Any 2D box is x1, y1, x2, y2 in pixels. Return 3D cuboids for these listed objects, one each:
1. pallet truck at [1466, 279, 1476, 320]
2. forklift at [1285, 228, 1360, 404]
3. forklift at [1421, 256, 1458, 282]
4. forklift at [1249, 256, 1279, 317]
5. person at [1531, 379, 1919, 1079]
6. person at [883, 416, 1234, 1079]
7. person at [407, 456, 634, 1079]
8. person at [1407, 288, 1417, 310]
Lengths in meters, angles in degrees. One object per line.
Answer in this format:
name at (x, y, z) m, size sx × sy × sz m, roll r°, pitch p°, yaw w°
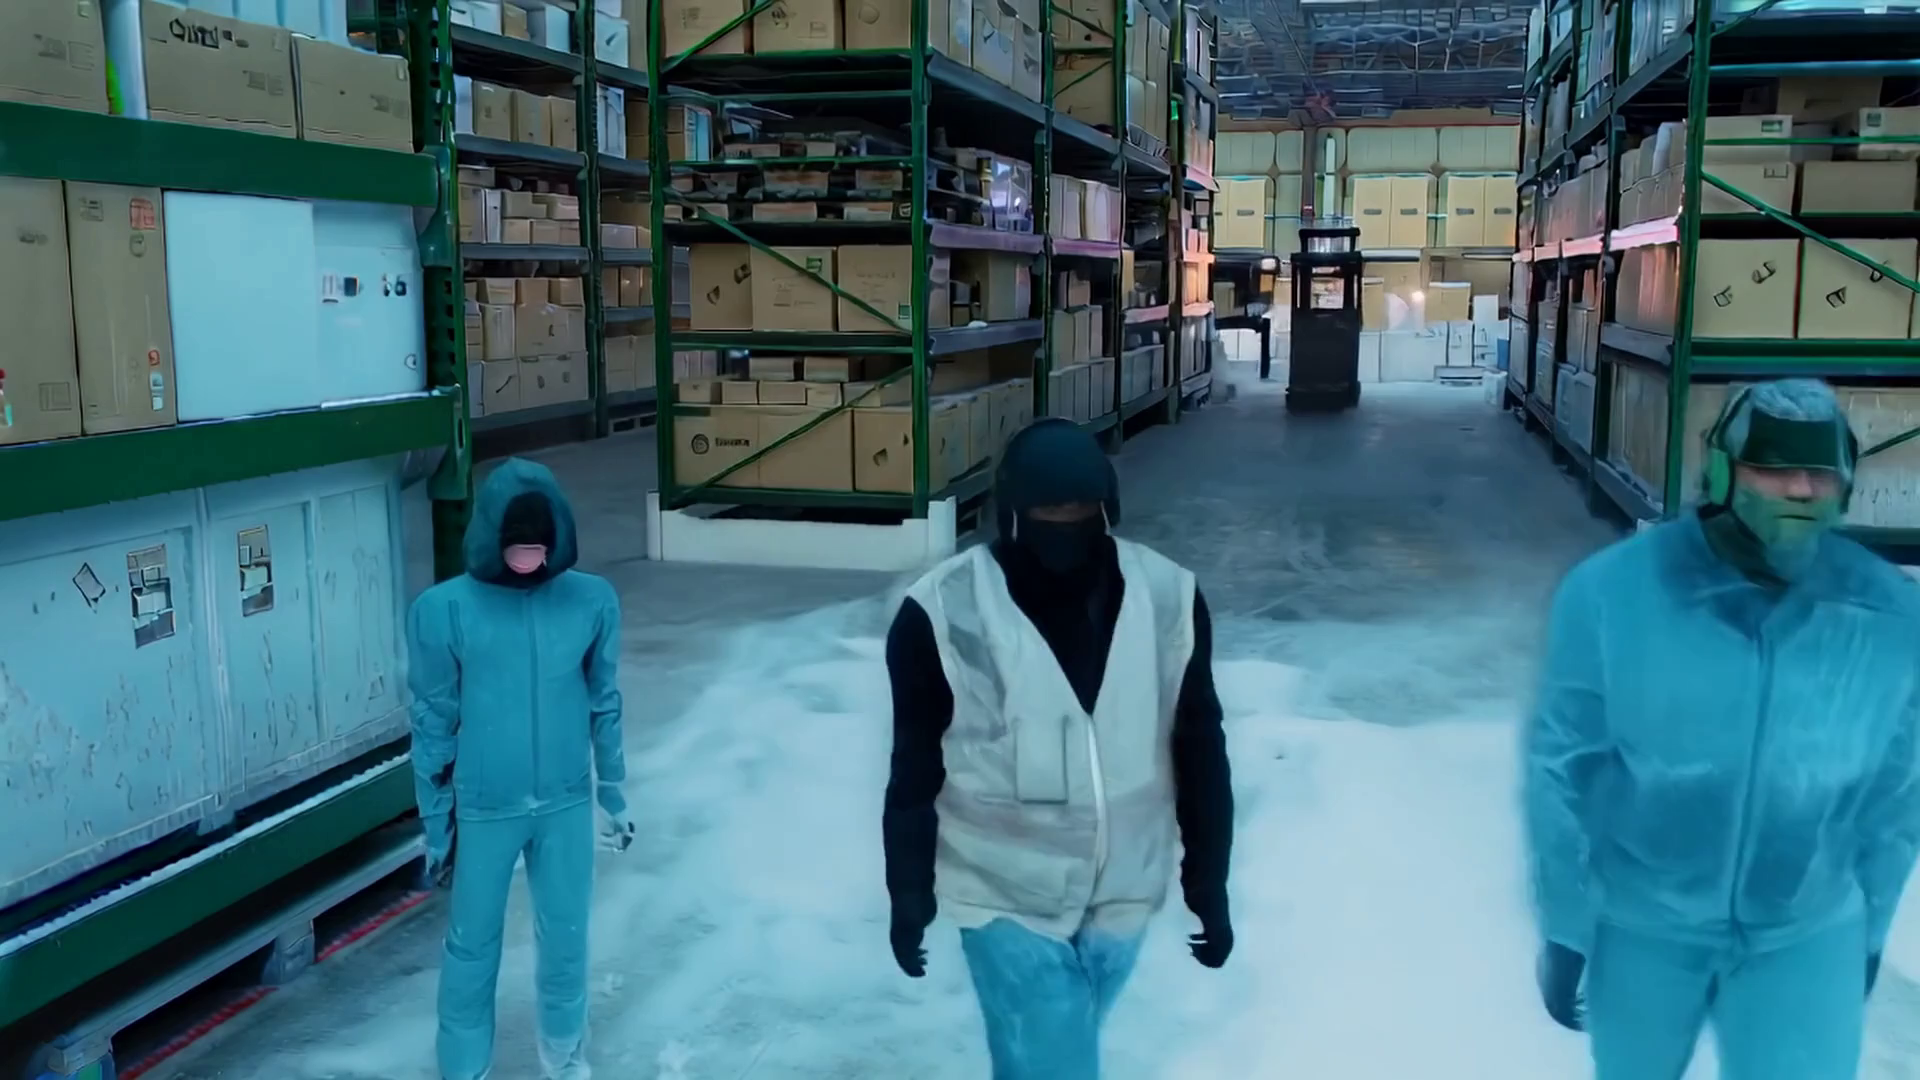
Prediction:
pallet truck at (18.896, -8.459, 60.307) m, size 1.885 × 1.965 × 0.823 m, roll 5°, pitch 10°, yaw 31°
forklift at (5.957, -3.660, 27.028) m, size 1.129 × 2.768 × 1.873 m, roll 2°, pitch 9°, yaw 15°
forklift at (12.220, -6.096, 42.499) m, size 1.129 × 2.768 × 1.873 m, roll 2°, pitch 9°, yaw 15°
forklift at (11.321, -9.114, 61.676) m, size 1.129 × 2.768 × 1.873 m, roll 2°, pitch 9°, yaw 15°
person at (1.318, 0.653, 2.877) m, size 0.650 × 1.854 × 0.982 m, roll 2°, pitch 9°, yaw 14°
person at (0.181, 0.653, 3.165) m, size 0.643 × 1.794 × 0.958 m, roll -3°, pitch 10°, yaw -20°
person at (-0.982, 0.623, 3.763) m, size 0.498 × 1.633 × 0.285 m, roll -6°, pitch 11°, yaw -35°
person at (16.469, -8.309, 60.377) m, size 0.549 × 1.667 × 0.519 m, roll 1°, pitch 9°, yaw 7°
